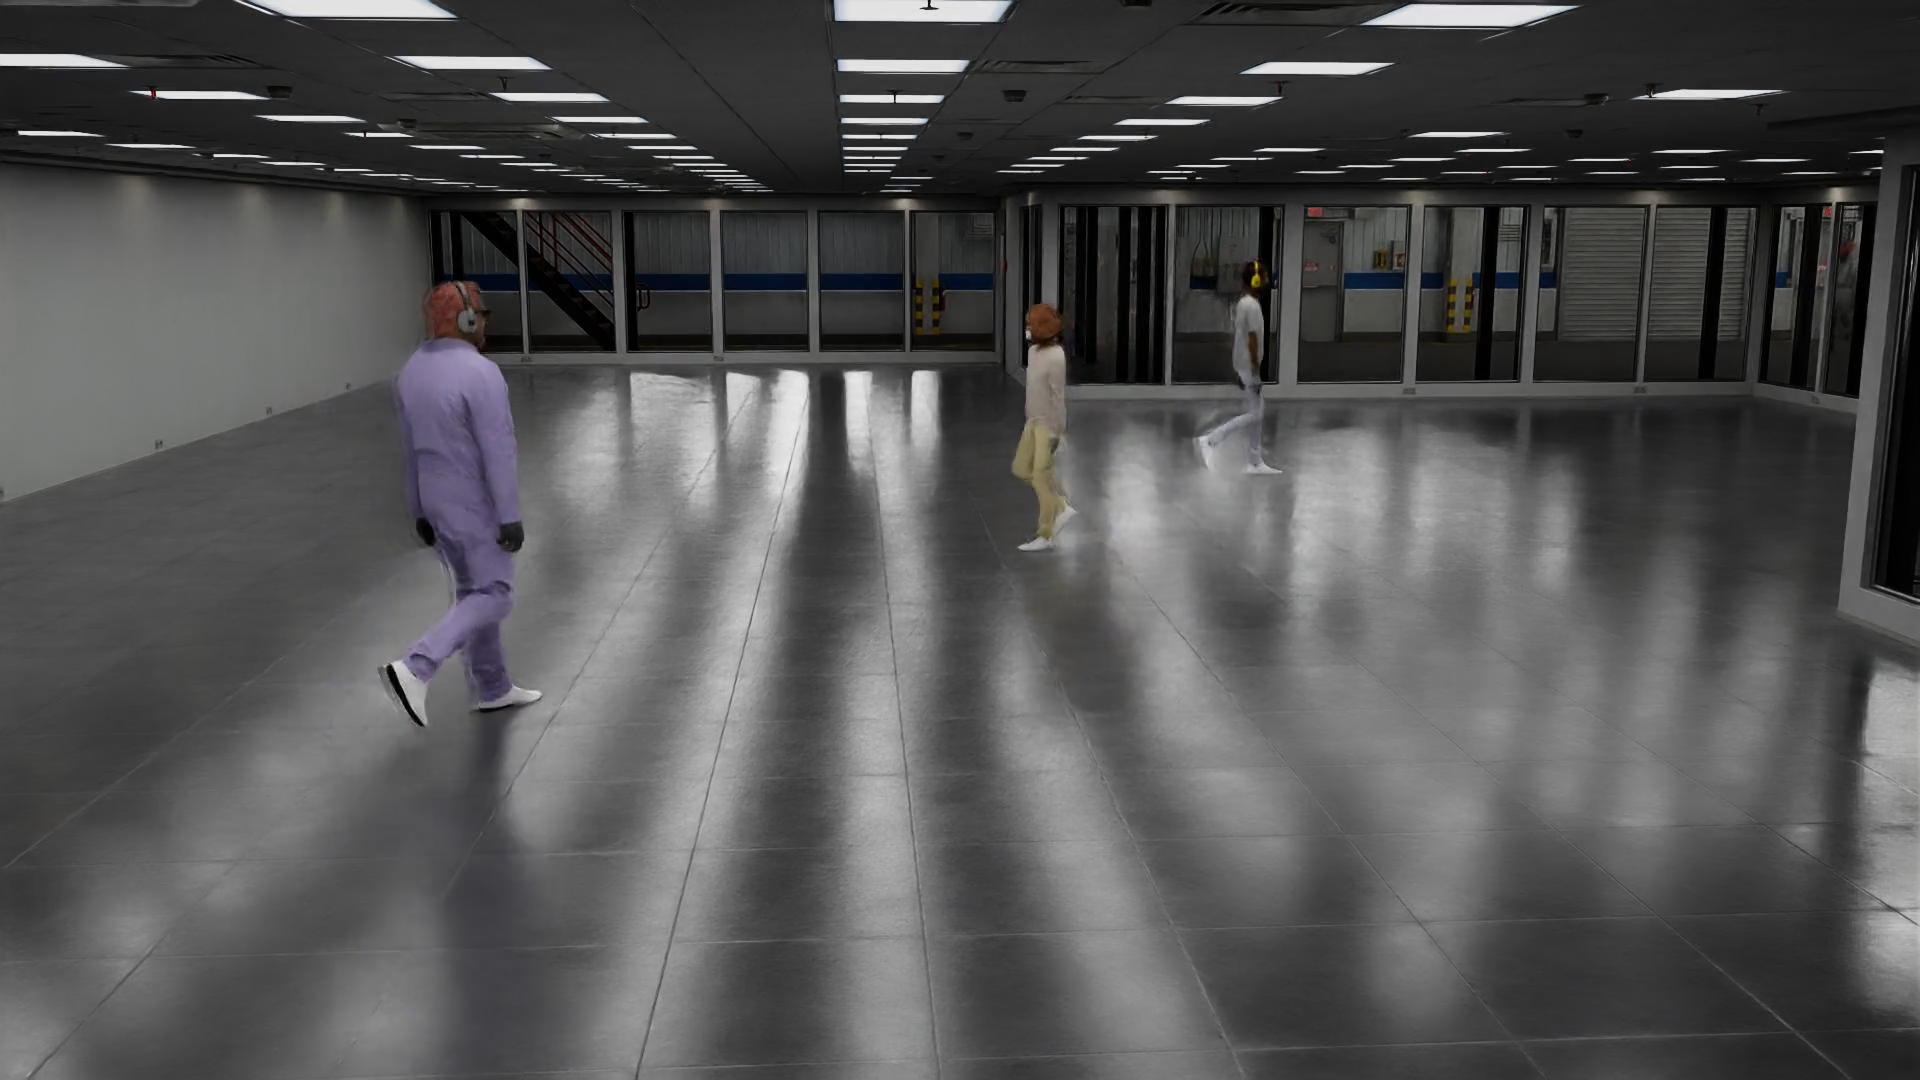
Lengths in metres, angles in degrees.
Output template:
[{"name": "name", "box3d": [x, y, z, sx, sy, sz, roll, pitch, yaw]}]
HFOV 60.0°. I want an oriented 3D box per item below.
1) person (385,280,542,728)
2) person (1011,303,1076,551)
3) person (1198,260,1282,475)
[{"name": "person", "box3d": [-2.114, -0.144, 7.003, 0.655, 1.889, 0.710, 10, 15, 44]}, {"name": "person", "box3d": [0.554, -0.737, 10.906, 0.389, 1.616, 0.524, -4, 11, -20]}, {"name": "person", "box3d": [2.424, -1.457, 14.205, 0.661, 1.854, 0.531, 1, 11, 6]}]
